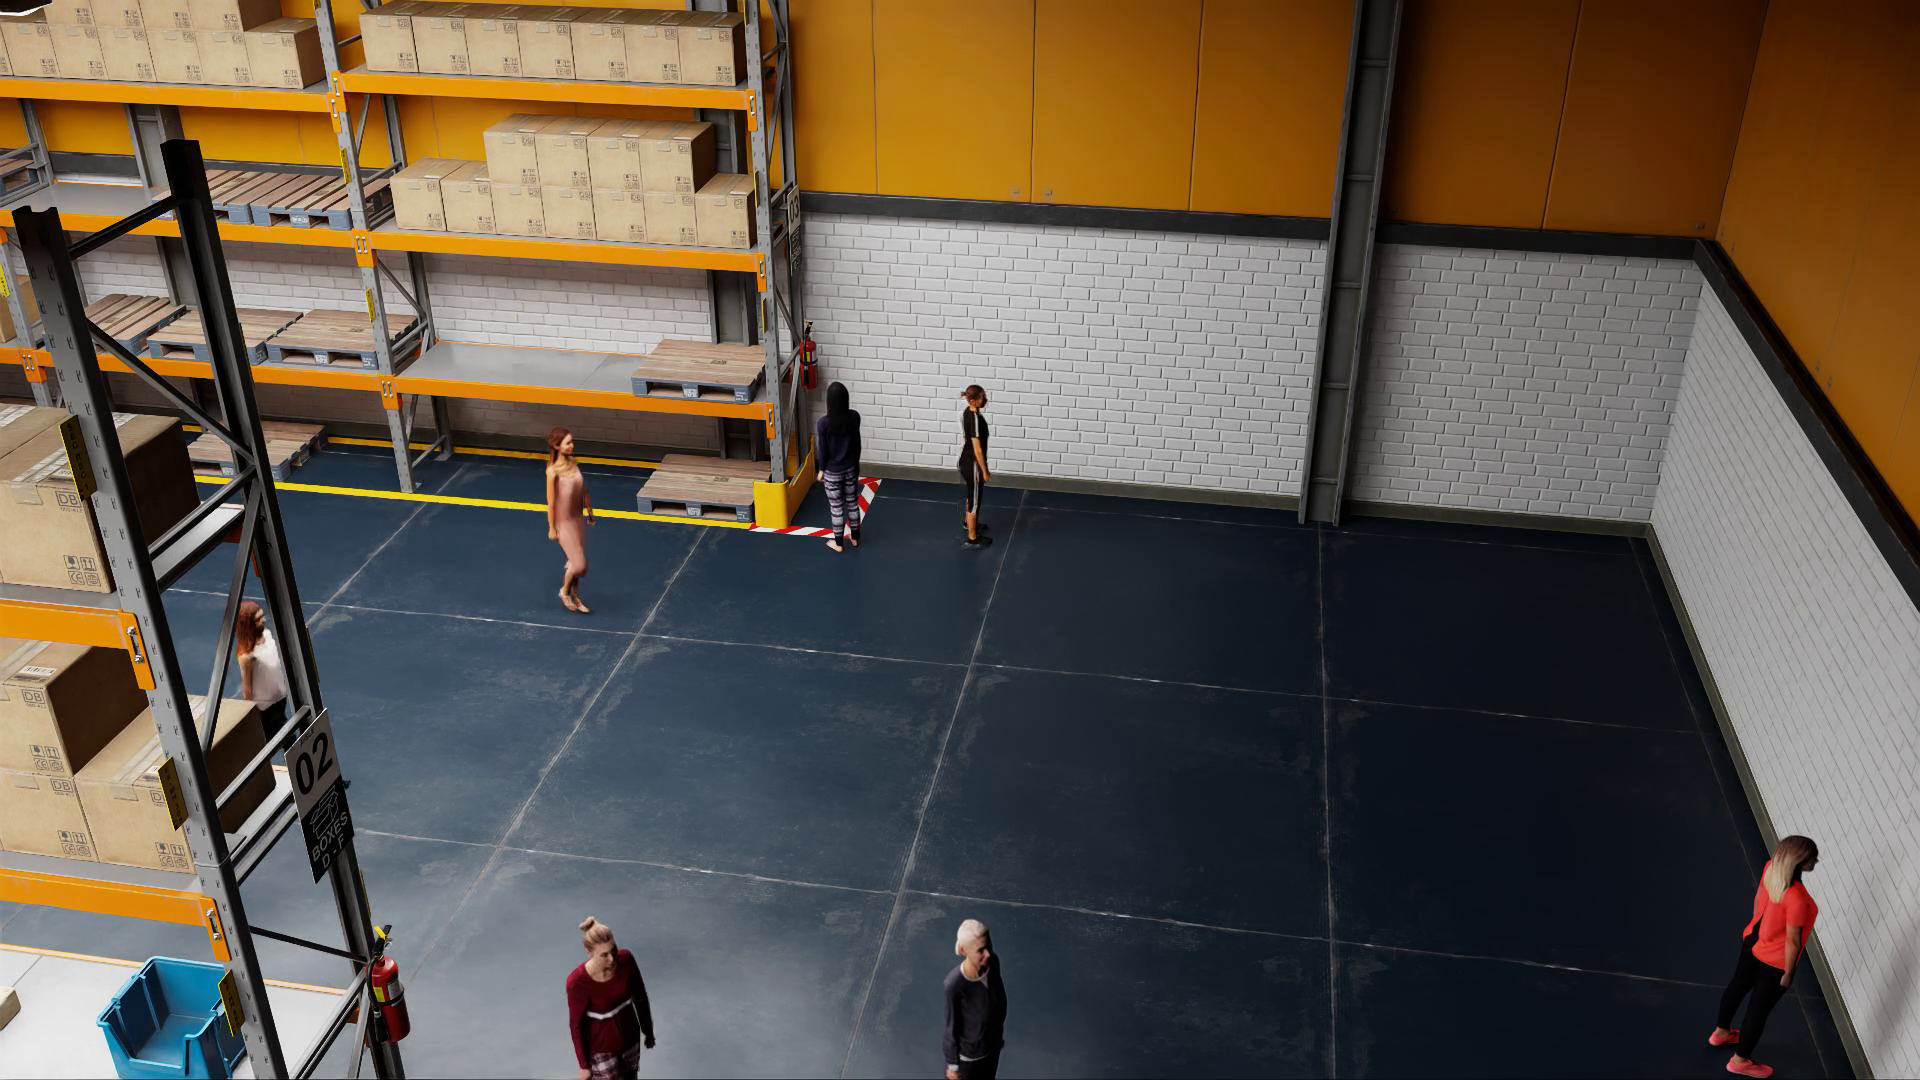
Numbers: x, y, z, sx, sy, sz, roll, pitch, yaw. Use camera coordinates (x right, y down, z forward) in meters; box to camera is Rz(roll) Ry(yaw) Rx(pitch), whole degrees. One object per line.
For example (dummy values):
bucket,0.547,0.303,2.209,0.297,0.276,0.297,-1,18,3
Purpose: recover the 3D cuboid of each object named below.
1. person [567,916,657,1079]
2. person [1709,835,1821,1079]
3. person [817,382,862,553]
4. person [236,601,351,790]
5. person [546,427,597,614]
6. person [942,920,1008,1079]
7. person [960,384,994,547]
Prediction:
person,-2.019,2.808,9.417,0.769,1.694,0.748,23,36,36
person,4.866,2.476,10.026,0.589,1.694,0.633,-1,29,-1
person,-1.132,-0.705,15.816,0.660,1.734,0.739,-16,32,-26
person,-5.213,1.218,12.349,1.073,1.679,0.690,2,29,3
person,-3.544,-0.163,14.729,0.679,1.823,0.685,12,31,21
person,0.066,2.822,9.359,0.697,1.725,0.685,24,37,36
person,0.107,-0.730,15.932,0.605,1.666,0.666,-4,29,-8
